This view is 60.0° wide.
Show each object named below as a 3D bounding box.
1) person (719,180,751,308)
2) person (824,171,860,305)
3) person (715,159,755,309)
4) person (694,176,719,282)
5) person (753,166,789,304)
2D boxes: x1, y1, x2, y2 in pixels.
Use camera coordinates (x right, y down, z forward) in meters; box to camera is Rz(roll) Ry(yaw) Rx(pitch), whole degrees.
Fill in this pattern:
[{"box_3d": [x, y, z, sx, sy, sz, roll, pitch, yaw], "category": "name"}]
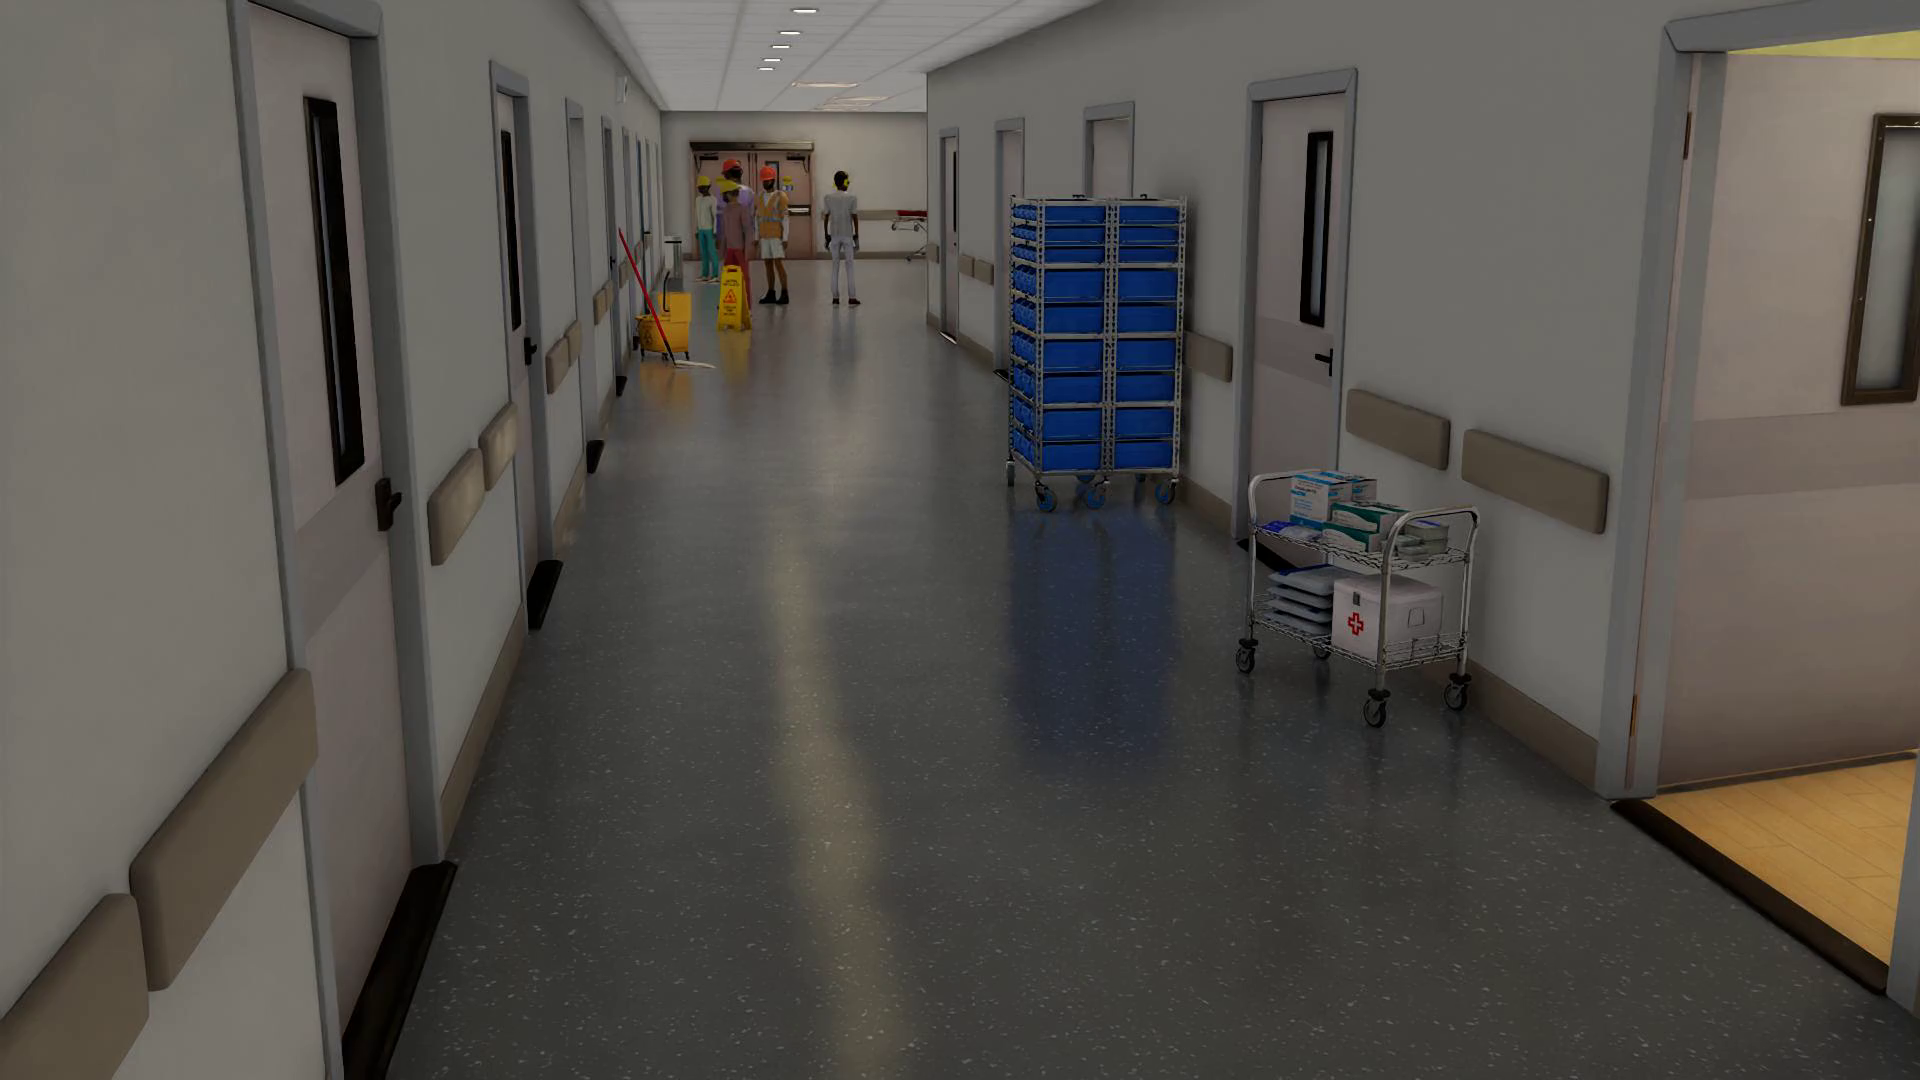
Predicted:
[{"box_3d": [-2.862, -3.759, 21.530, 0.605, 1.735, 0.432, 12, 18, 43], "category": "person"}, {"box_3d": [-1.660, -4.226, 23.316, 0.520, 1.865, 0.335, 2, 13, 10], "category": "person"}, {"box_3d": [-3.073, -4.145, 22.600, 0.408, 2.029, 0.609, 12, 17, 42], "category": "person"}, {"box_3d": [-4.258, -5.205, 27.883, 0.527, 1.766, 0.329, 11, 17, 40], "category": "person"}, {"box_3d": [-2.672, -4.294, 23.481, 0.555, 1.927, 0.379, 8, 15, 33], "category": "person"}]
